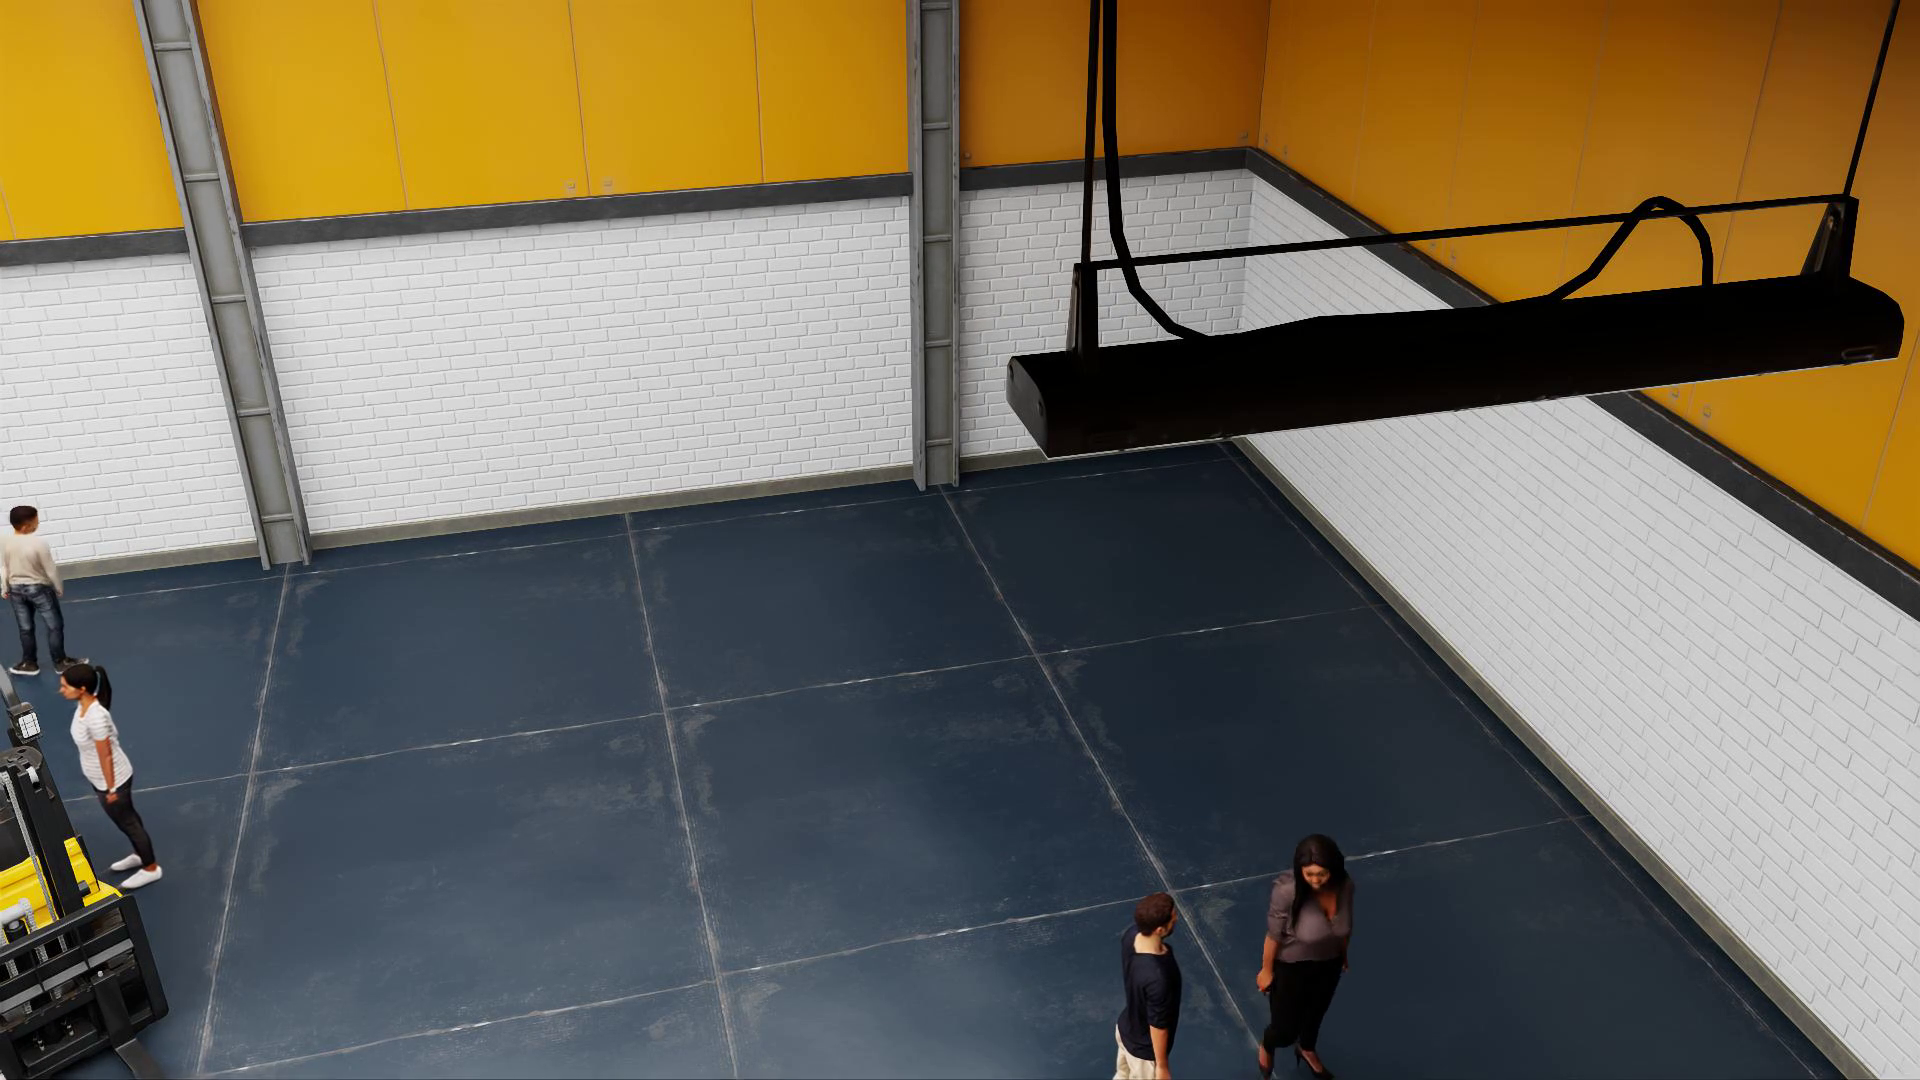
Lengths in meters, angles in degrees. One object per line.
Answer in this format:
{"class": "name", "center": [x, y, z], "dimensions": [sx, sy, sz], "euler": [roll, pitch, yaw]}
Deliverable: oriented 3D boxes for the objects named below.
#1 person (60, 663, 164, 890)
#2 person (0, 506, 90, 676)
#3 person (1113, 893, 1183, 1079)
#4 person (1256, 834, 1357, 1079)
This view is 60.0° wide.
{"class": "person", "center": [-5.494, 1.502, 10.760], "dimensions": [0.623, 1.647, 0.626], "euler": [-19, 34, -31]}
{"class": "person", "center": [-7.304, 0.412, 12.970], "dimensions": [0.499, 1.445, 0.826], "euler": [-8, 30, -14]}
{"class": "person", "center": [0.945, 2.571, 8.588], "dimensions": [0.553, 1.852, 0.637], "euler": [-6, 29, -11]}
{"class": "person", "center": [1.842, 2.306, 9.101], "dimensions": [0.617, 1.825, 0.836], "euler": [-18, 33, -29]}
